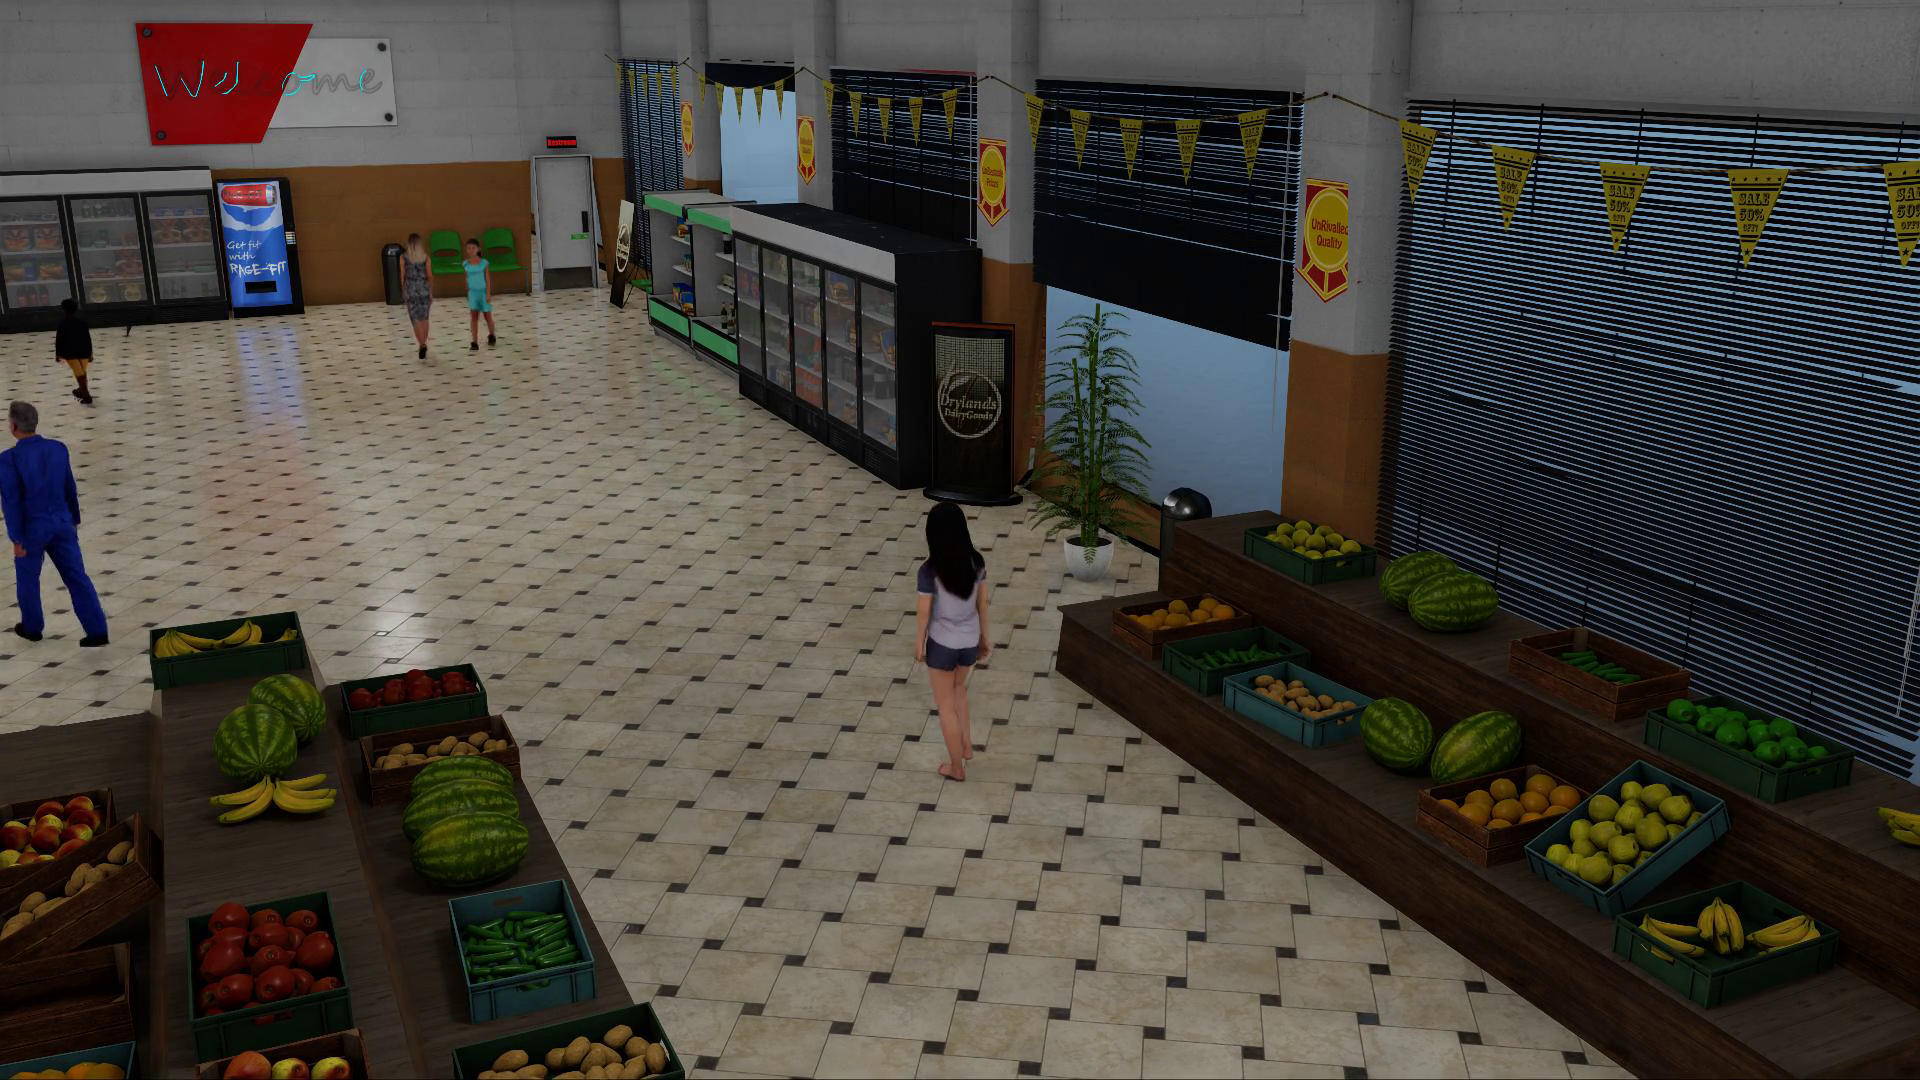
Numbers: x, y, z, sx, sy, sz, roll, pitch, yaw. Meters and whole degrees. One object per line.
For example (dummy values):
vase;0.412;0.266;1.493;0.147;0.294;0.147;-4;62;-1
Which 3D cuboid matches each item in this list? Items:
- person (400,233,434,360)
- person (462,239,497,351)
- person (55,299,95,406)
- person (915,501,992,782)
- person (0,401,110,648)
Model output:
person;-7.372;-3.280;22.618;0.569;1.656;1.143;-8;18;-24
person;-6.738;-3.455;23.415;0.819;1.528;1.094;0;17;-1
person;-10.514;-2.220;19.829;0.891;1.248;0.742;12;21;34
person;0.001;0.617;9.709;0.647;1.699;0.655;-11;20;-32
person;-6.403;-0.045;11.750;1.334;1.781;1.140;11;20;31
